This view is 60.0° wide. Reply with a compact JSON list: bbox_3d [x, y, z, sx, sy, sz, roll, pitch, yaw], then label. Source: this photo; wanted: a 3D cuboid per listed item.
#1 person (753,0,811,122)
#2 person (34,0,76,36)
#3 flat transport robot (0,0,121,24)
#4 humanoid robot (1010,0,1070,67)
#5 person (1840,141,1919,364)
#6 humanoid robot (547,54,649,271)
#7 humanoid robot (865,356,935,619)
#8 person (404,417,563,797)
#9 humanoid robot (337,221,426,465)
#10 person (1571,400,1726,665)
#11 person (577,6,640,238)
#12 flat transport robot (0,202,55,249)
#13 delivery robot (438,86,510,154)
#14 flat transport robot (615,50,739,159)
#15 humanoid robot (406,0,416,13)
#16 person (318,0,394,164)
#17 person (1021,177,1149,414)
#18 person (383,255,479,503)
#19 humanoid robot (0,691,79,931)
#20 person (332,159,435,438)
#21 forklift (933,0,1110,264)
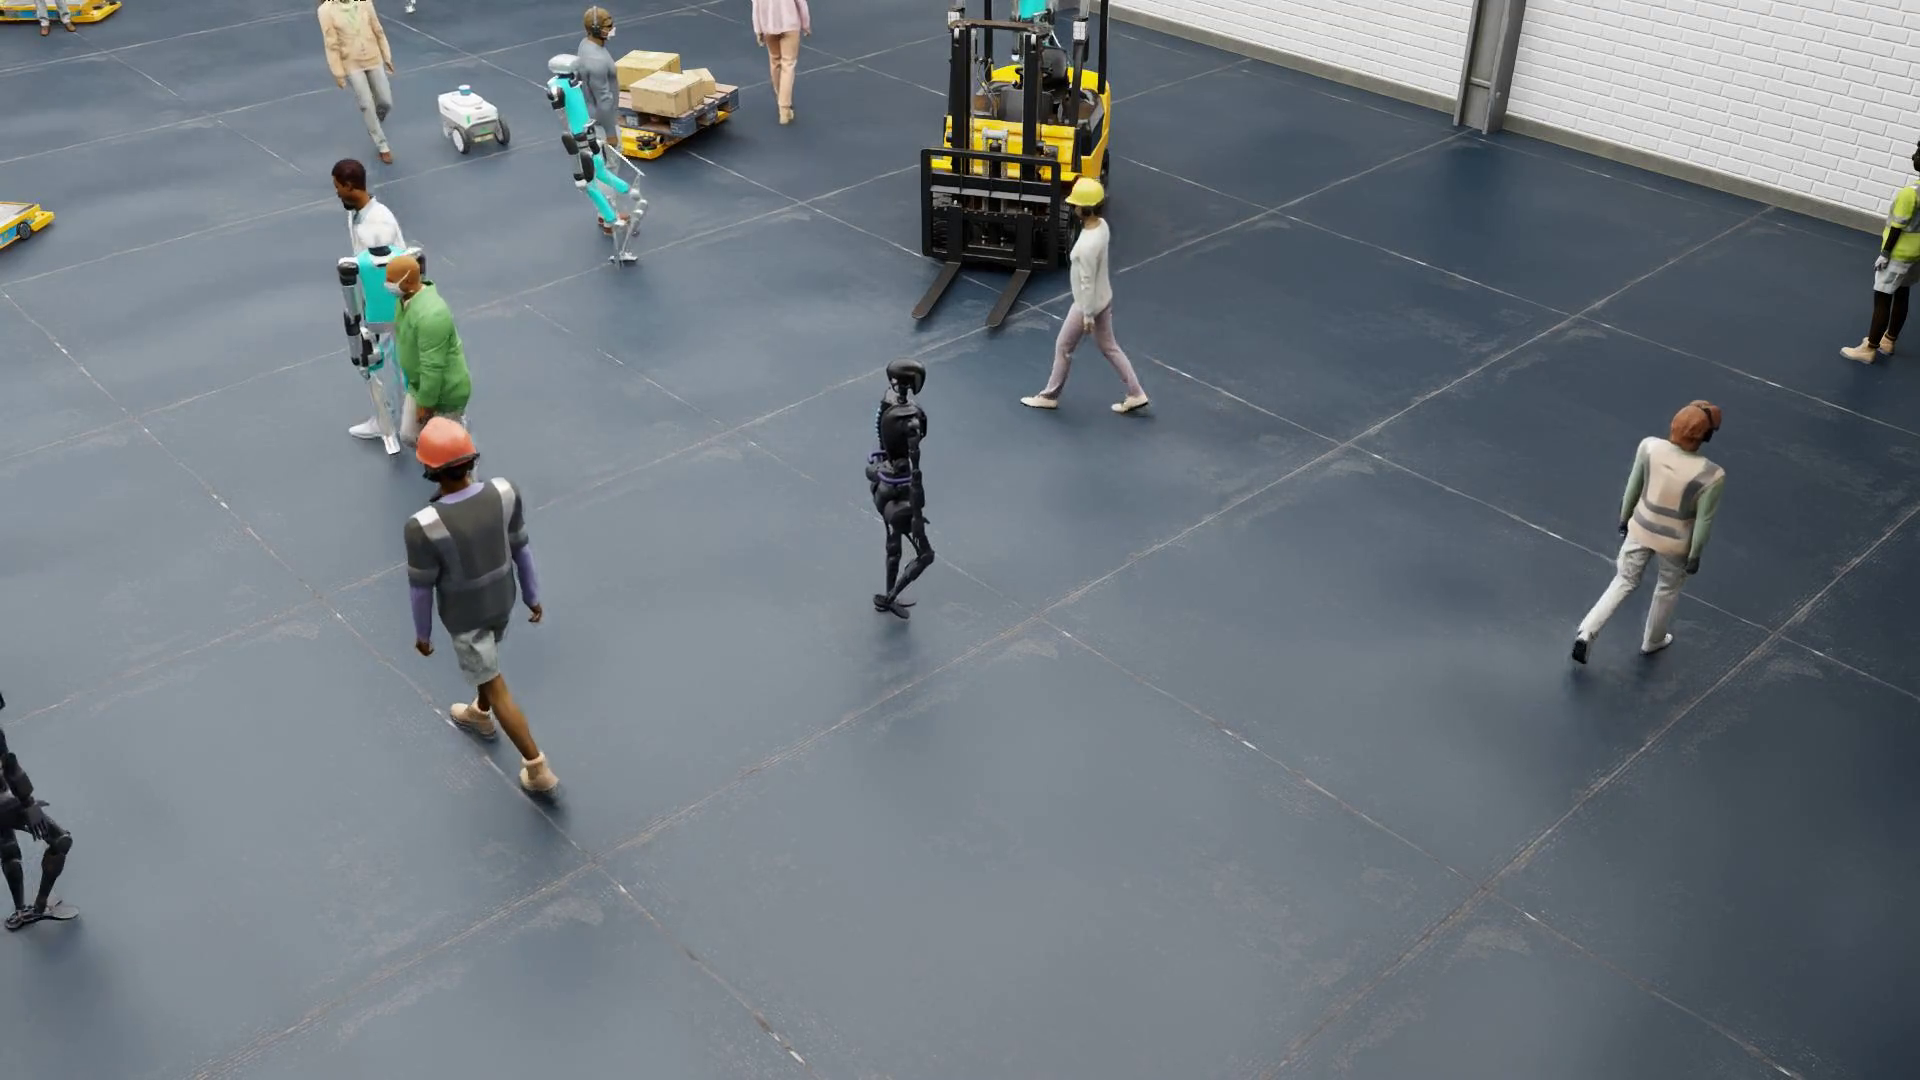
[{"bbox_3d":[-1.786,-5.145,16.726,0.543,1.751,0.800,5,33,8],"label":"person"},{"bbox_3d":[-10.633,-6.697,19.196,0.454,1.651,0.337,-18,37,-25],"label":"person"},{"bbox_3d":[-10.969,-6.411,20.027,1.431,0.231,0.659,0,33,-1],"label":"flat transport robot"},{"bbox_3d":[0.899,-4.726,16.103,0.533,1.767,0.958,-24,40,-32],"label":"humanoid robot"},{"bbox_3d":[6.861,-2.103,12.101,0.535,1.694,0.320,-21,39,-29],"label":"person"},{"bbox_3d":[-2.861,-2.984,13.528,0.789,1.891,0.530,4,33,6],"label":"humanoid robot"},{"bbox_3d":[-0.363,-0.285,9.325,0.359,1.645,0.612,-12,35,-18],"label":"humanoid robot"},{"bbox_3d":[-2.333,0.323,8.096,1.019,2.000,0.620,25,41,33],"label":"person"},{"bbox_3d":[-3.732,-1.268,10.844,0.563,1.847,0.792,-18,37,-26],"label":"humanoid robot"},{"bbox_3d":[3.732,-0.001,8.940,0.710,1.615,0.521,-24,40,-32],"label":"person"},{"bbox_3d":[-3.008,-3.534,14.075,0.356,1.938,0.631,-10,34,-15],"label":"person"},{"bbox_3d":[-8.423,-2.549,14.091,0.659,0.231,1.431,5,33,8],"label":"flat transport robot"},{"bbox_3d":[-4.780,-4.117,16.255,0.499,0.613,0.790,-23,40,-31],"label":"delivery robot"},{"bbox_3d":[-2.950,-4.131,16.523,0.659,0.231,1.431,15,36,21],"label":"flat transport robot"},{"bbox_3d":[-6.647,-7.042,19.673,0.536,1.734,1.028,-4,33,-7],"label":"humanoid robot"},{"bbox_3d":[-5.651,-4.484,15.618,0.584,1.853,0.556,-24,40,-32],"label":"person"},{"bbox_3d":[0.913,-1.646,11.364,0.883,1.723,0.537,10,34,15],"label":"person"},{"bbox_3d":[-3.254,-0.930,10.236,0.472,1.762,0.532,-26,41,-34],"label":"person"},{"bbox_3d":[-4.247,1.039,7.289,0.598,1.647,0.334,22,39,30],"label":"humanoid robot"},{"bbox_3d":[-3.941,-1.622,11.208,0.872,1.858,0.642,-20,38,-28],"label":"person"},{"bbox_3d":[0.570,-3.725,14.138,1.214,2.155,2.313,9,34,13],"label":"forklift"}]
